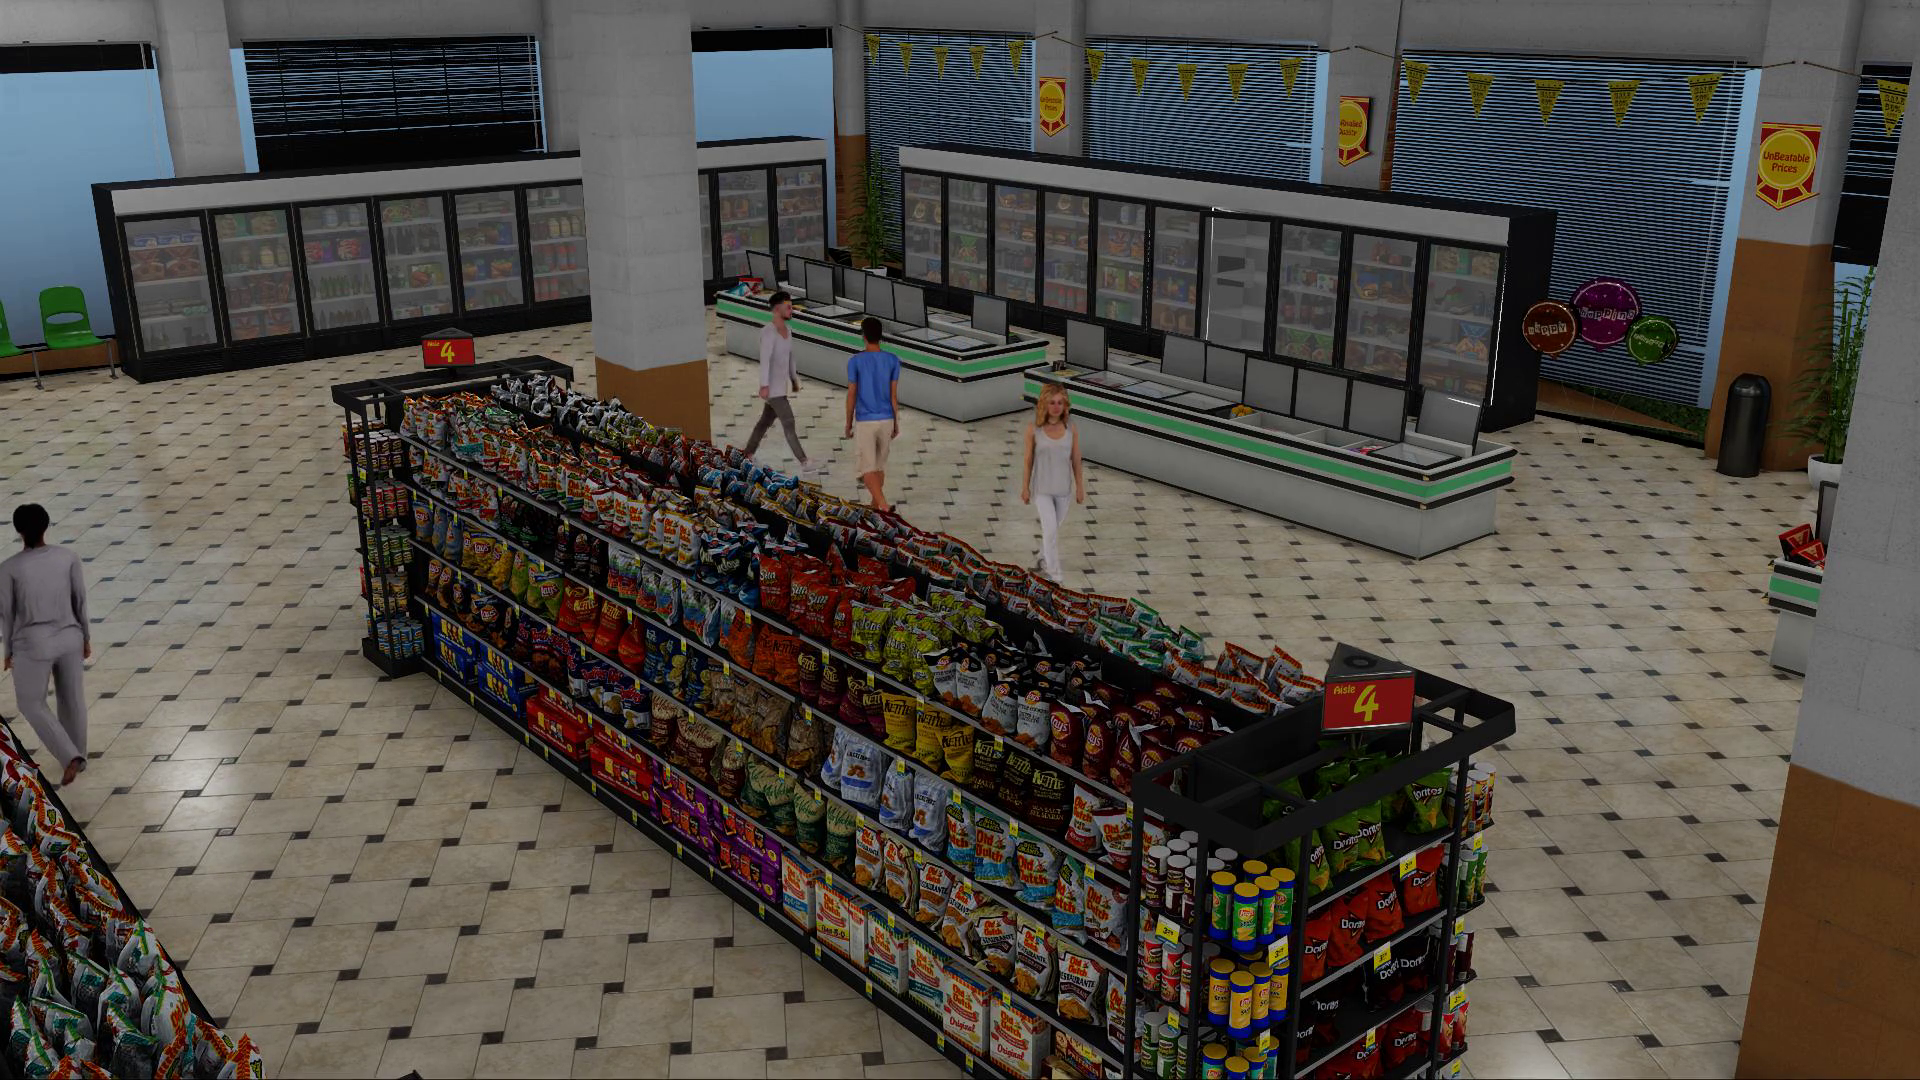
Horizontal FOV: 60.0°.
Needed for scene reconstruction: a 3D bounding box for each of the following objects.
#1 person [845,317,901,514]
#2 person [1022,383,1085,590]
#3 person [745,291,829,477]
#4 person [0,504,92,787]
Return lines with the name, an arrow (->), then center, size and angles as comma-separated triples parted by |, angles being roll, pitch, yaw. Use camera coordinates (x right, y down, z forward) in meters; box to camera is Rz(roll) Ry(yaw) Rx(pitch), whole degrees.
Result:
person -> -0.721, -0.987, 14.540 | 0.854, 1.831, 1.199 | -7, 20, -20
person -> 0.724, -0.433, 13.216 | 0.926, 1.629, 1.155 | -5, 19, -13
person -> -1.861, -1.479, 16.082 | 1.263, 1.779, 1.121 | 5, 19, 14
person -> -5.397, 0.644, 9.878 | 0.684, 1.721, 0.904 | -17, 25, -41
